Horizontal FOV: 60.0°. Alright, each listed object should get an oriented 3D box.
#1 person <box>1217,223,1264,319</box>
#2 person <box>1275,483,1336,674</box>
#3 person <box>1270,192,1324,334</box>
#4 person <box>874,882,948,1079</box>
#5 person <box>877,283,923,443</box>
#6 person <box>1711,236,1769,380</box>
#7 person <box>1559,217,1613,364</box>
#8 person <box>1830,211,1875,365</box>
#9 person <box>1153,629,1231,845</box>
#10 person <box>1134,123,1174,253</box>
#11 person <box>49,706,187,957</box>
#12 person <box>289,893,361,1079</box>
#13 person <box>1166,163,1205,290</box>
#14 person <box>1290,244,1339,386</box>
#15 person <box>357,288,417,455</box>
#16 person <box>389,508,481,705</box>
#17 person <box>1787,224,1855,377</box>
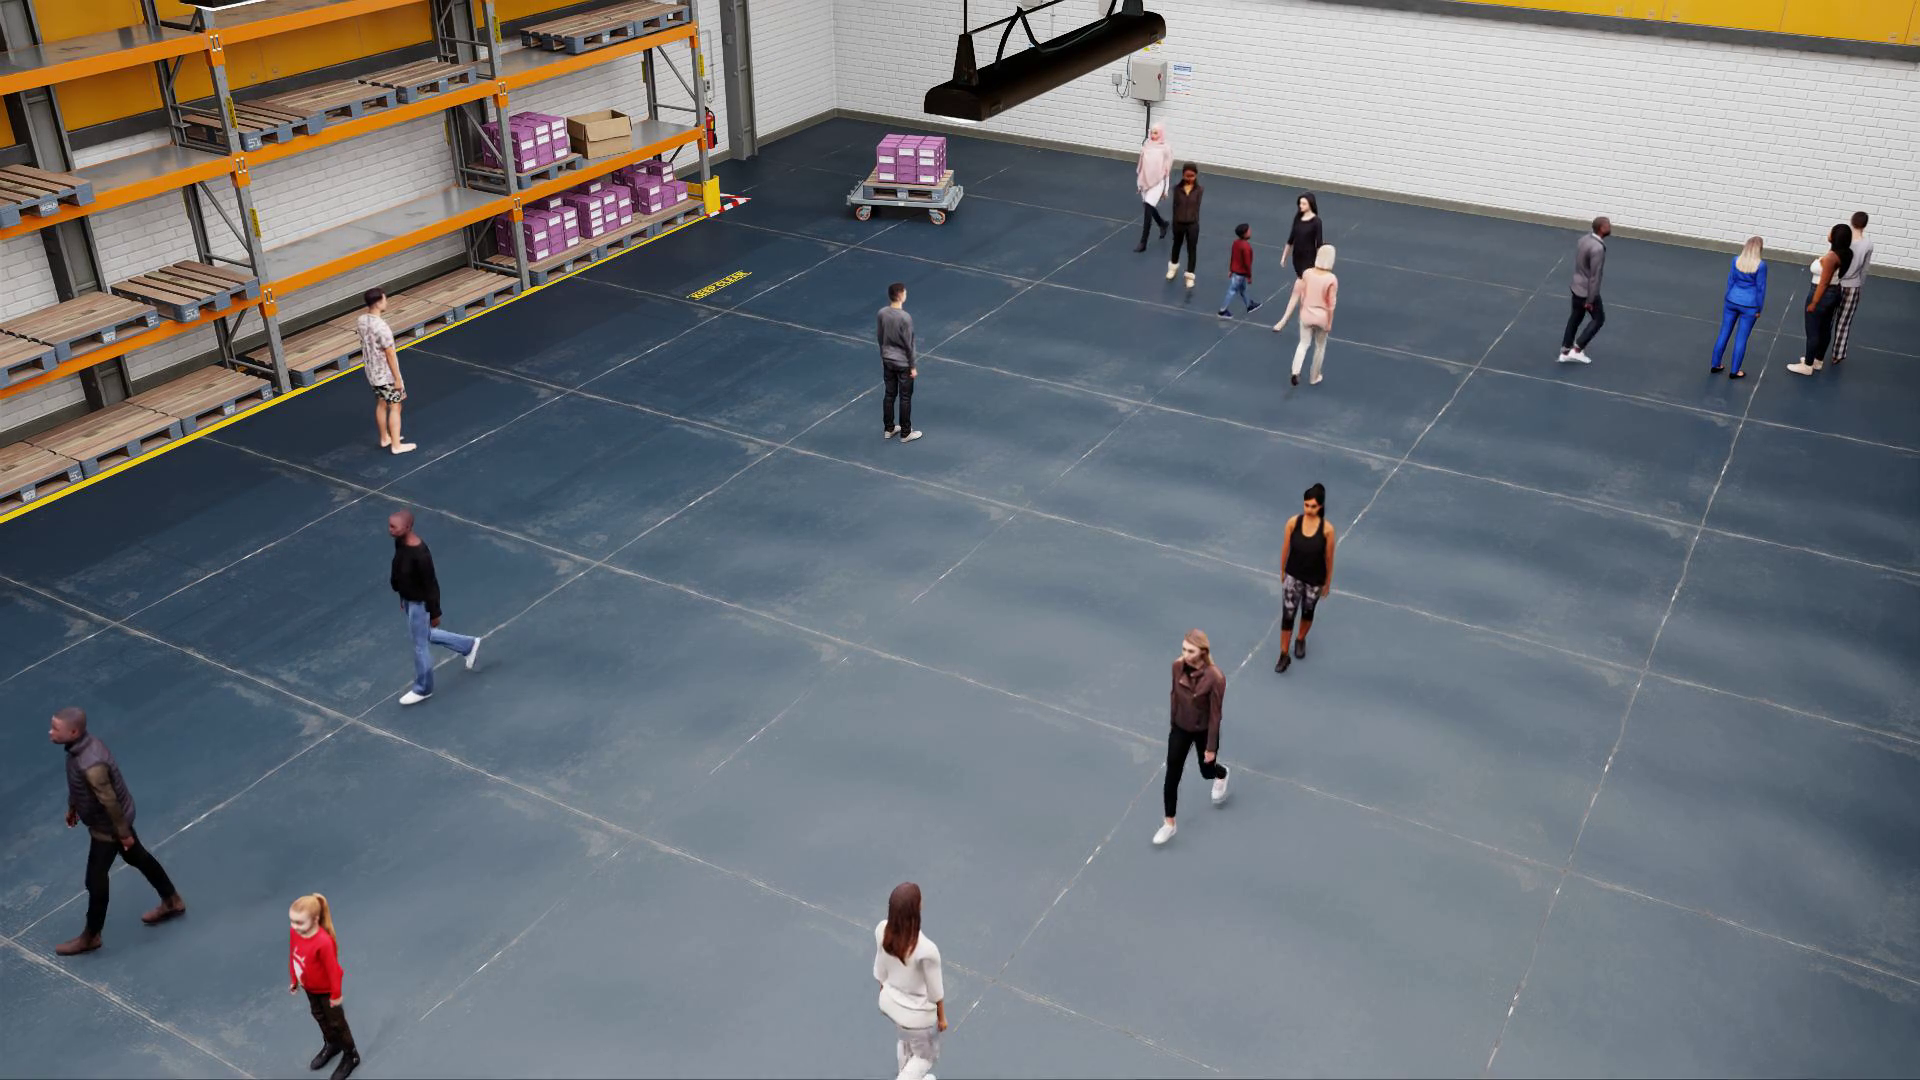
[{"bbox_3d":[3.502,-3.402,21.140,0.914,1.230,0.855,-7,29,-13],"label":"person"},{"bbox_3d":[2.929,0.260,13.994,0.708,1.644,0.897,7,29,13],"label":"person"},{"bbox_3d":[4.334,-3.426,20.637,1.212,1.754,0.975,-17,33,-29],"label":"person"},{"bbox_3d":[-0.321,2.701,9.488,0.687,1.674,0.896,21,35,33],"label":"person"},{"bbox_3d":[-0.667,-1.913,17.855,0.634,1.760,0.543,19,34,30],"label":"person"},{"bbox_3d":[9.116,-2.724,19.405,0.687,1.701,0.697,-19,34,-31],"label":"person"},{"bbox_3d":[7.320,-2.941,19.694,0.923,1.805,0.818,-1,29,-2],"label":"person"},{"bbox_3d":[10.486,-2.995,19.751,0.671,1.845,0.611,8,30,15],"label":"person"},{"bbox_3d":[1.738,1.363,11.949,0.662,1.667,1.107,19,34,30],"label":"person"},{"bbox_3d":[2.766,-4.988,23.479,0.737,1.774,1.168,20,34,32],"label":"person"},{"bbox_3d":[-5.510,1.835,10.945,1.174,1.799,0.995,-16,33,-27],"label":"person"},{"bbox_3d":[-3.837,2.648,9.995,0.493,1.281,0.508,16,32,26],"label":"person"},{"bbox_3d":[2.966,-4.124,22.044,1.146,1.630,0.811,15,32,25],"label":"person"},{"bbox_3d":[4.031,-2.527,19.036,0.617,1.709,0.880,18,33,29],"label":"person"},{"bbox_3d":[-6.114,-1.785,17.570,0.707,1.810,0.629,21,35,33],"label":"person"},{"bbox_3d":[-4.317,0.482,13.494,1.076,1.733,0.802,-24,37,-37],"label":"person"},{"bbox_3d":[10.140,-2.824,19.476,0.673,1.809,0.790,-20,34,-32],"label":"person"}]
